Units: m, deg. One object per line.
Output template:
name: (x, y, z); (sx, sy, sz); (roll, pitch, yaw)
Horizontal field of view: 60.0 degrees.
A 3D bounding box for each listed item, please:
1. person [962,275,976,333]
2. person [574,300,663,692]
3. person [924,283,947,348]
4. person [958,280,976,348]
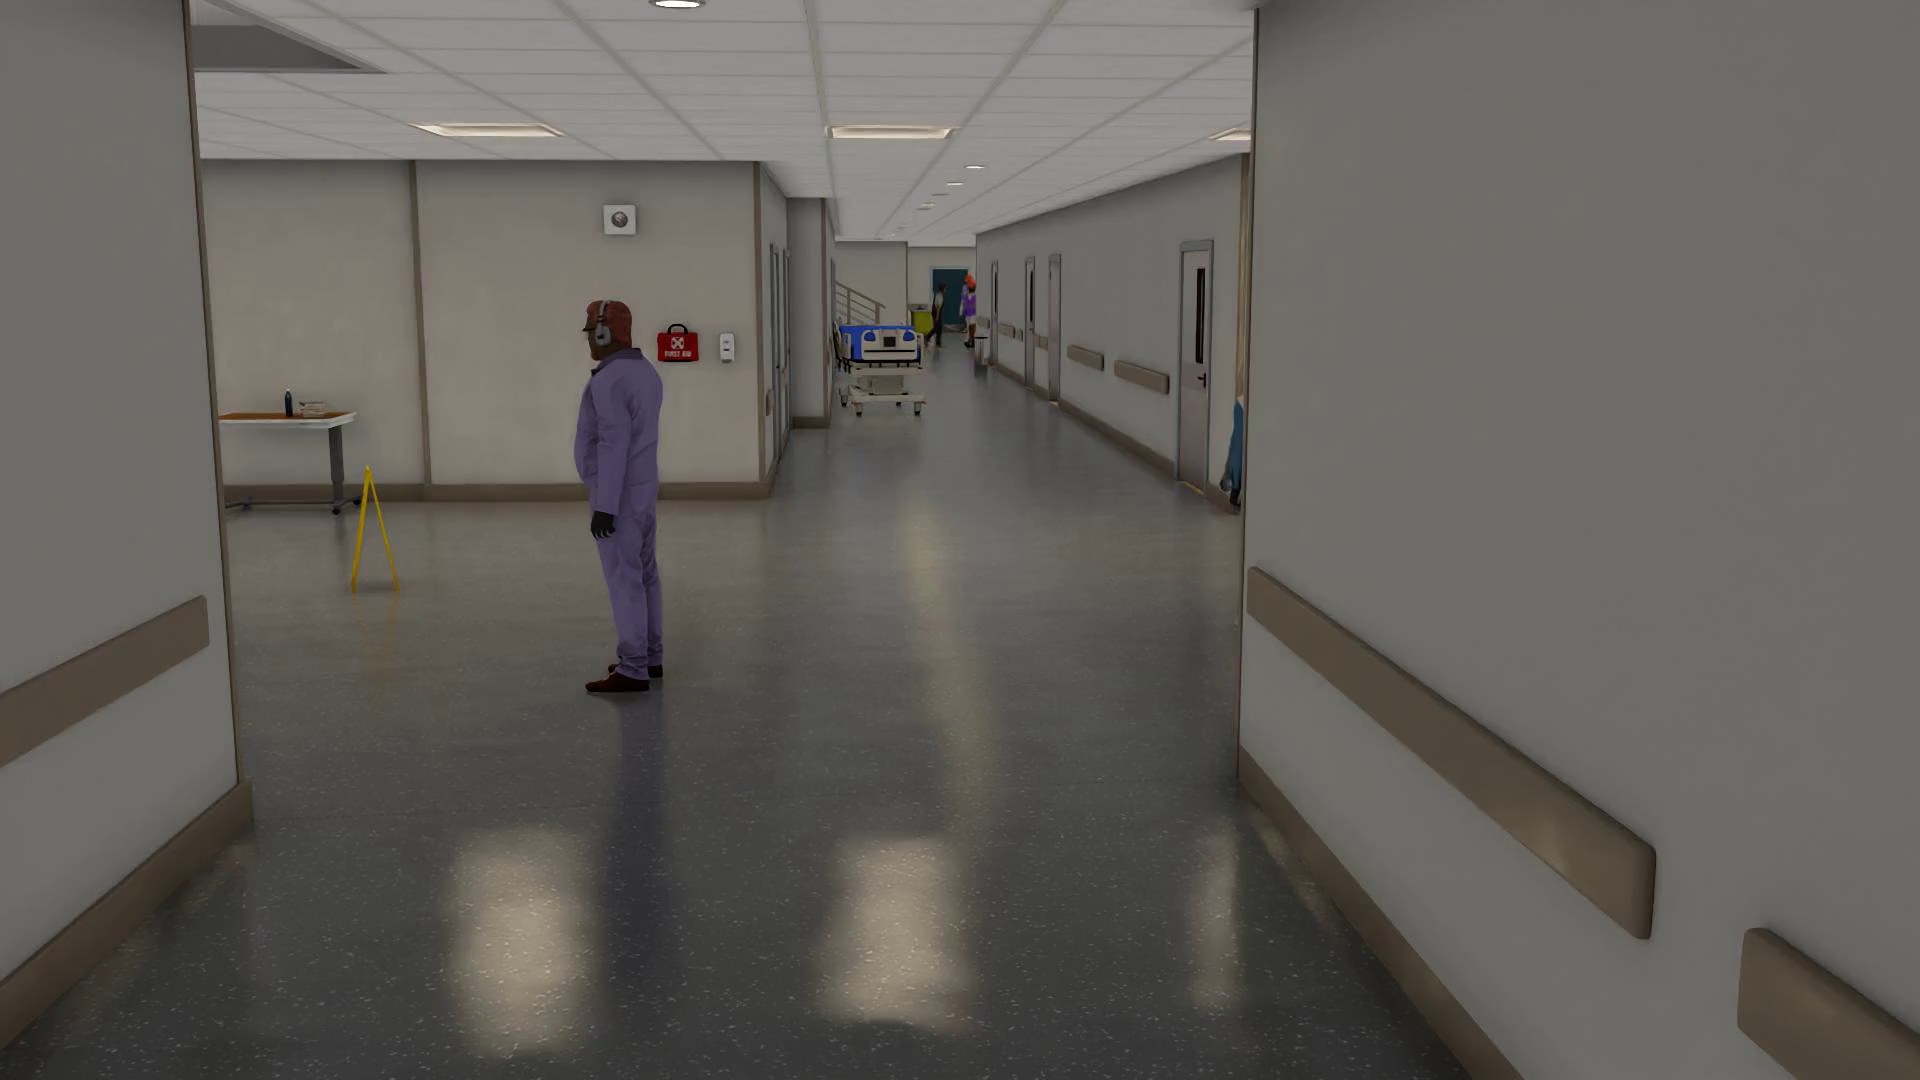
person: (0.327, -8.229, 58.041); (0.605, 2.036, 0.393); (5, 10, 27)
person: (-1.674, -0.213, 8.124); (0.402, 1.904, 0.652); (1, 9, 6)
person: (-0.687, -6.248, 46.322); (0.657, 1.809, 0.545); (-2, 9, -10)
person: (0.281, -6.287, 46.336); (0.561, 1.875, 1.029); (4, 10, 22)
